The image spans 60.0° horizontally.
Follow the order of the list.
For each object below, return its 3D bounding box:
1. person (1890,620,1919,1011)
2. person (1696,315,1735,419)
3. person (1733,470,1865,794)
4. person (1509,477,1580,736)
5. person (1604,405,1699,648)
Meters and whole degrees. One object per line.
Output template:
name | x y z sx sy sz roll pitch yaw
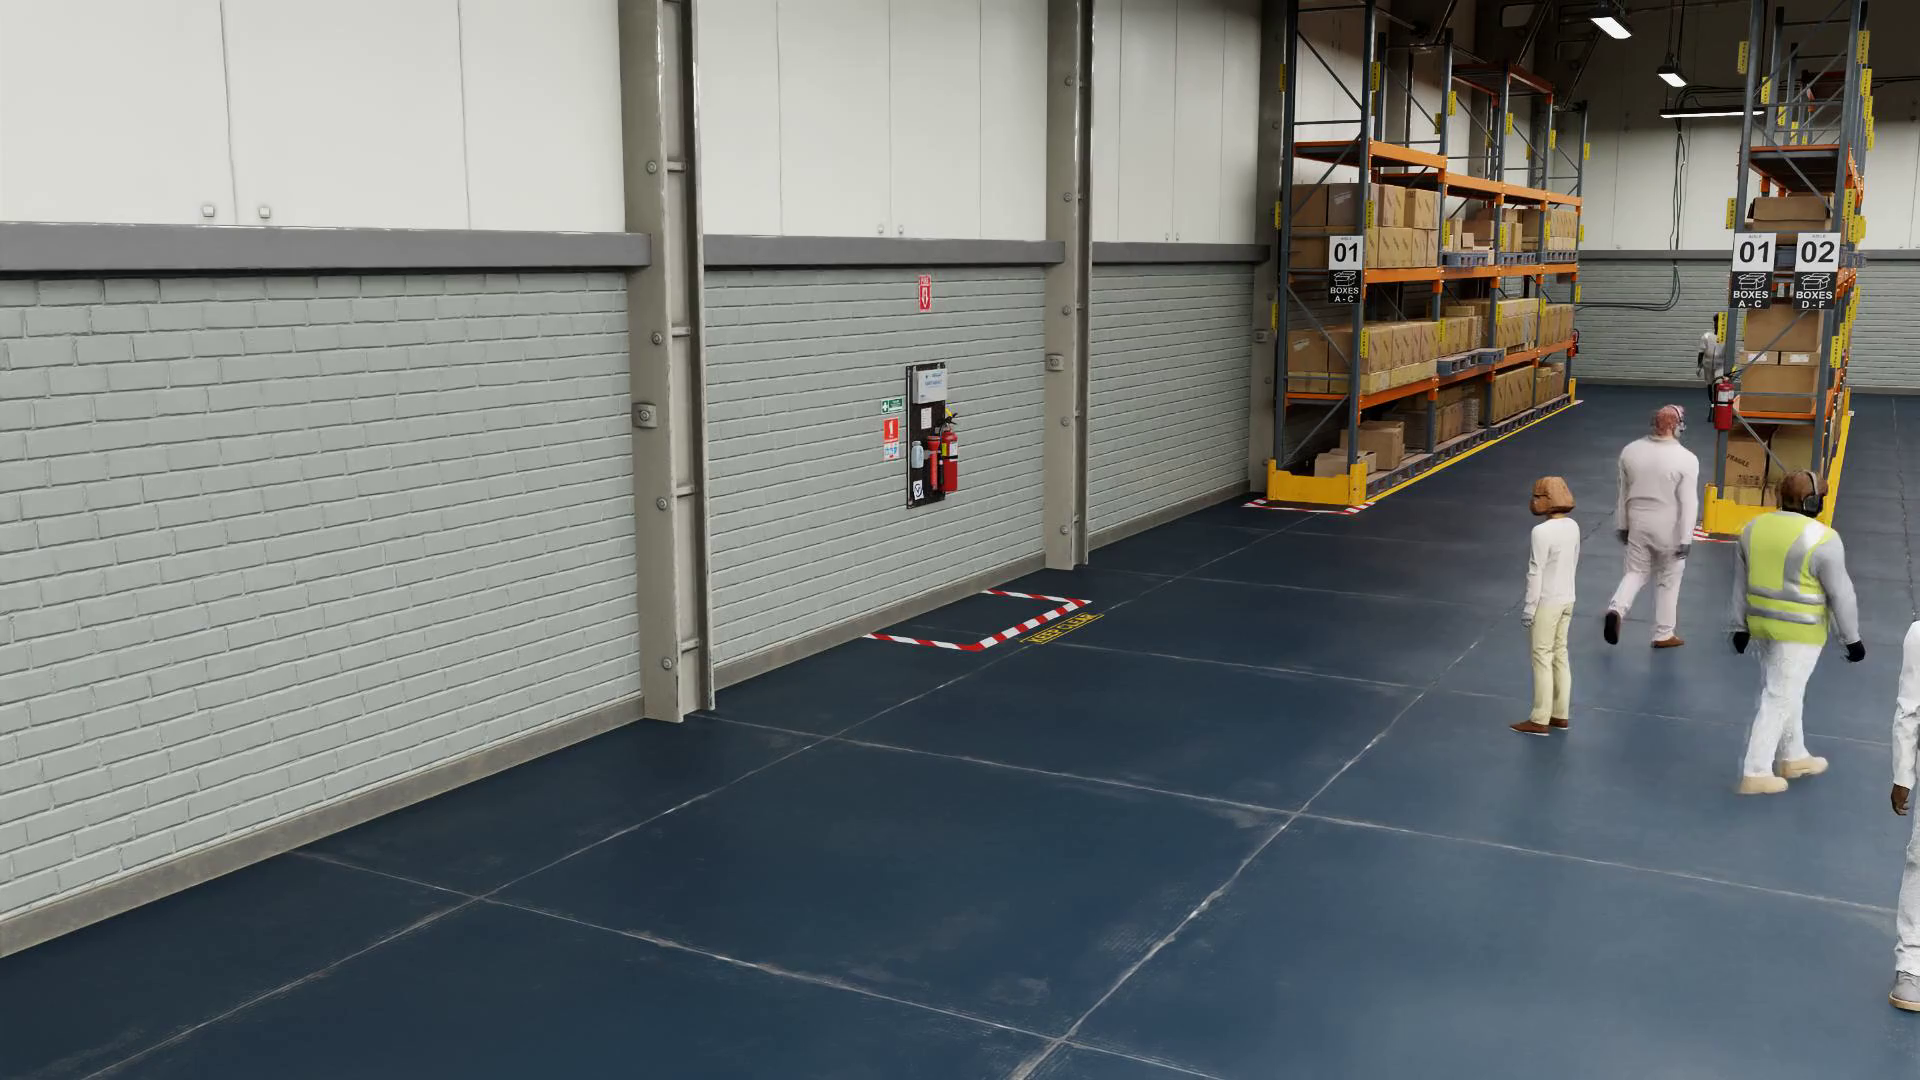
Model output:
person | 3.984 0.949 6.550 0.575 1.882 0.355 3 10 18
person | 13.963 -3.196 30.738 0.602 1.922 1.021 8 12 38
person | 4.732 0.513 9.299 0.813 1.809 0.628 -3 10 -15
person | 3.706 0.412 10.456 0.506 1.623 0.289 -9 13 -42
person | 5.249 -0.084 12.592 0.694 1.884 0.653 -7 12 -37
